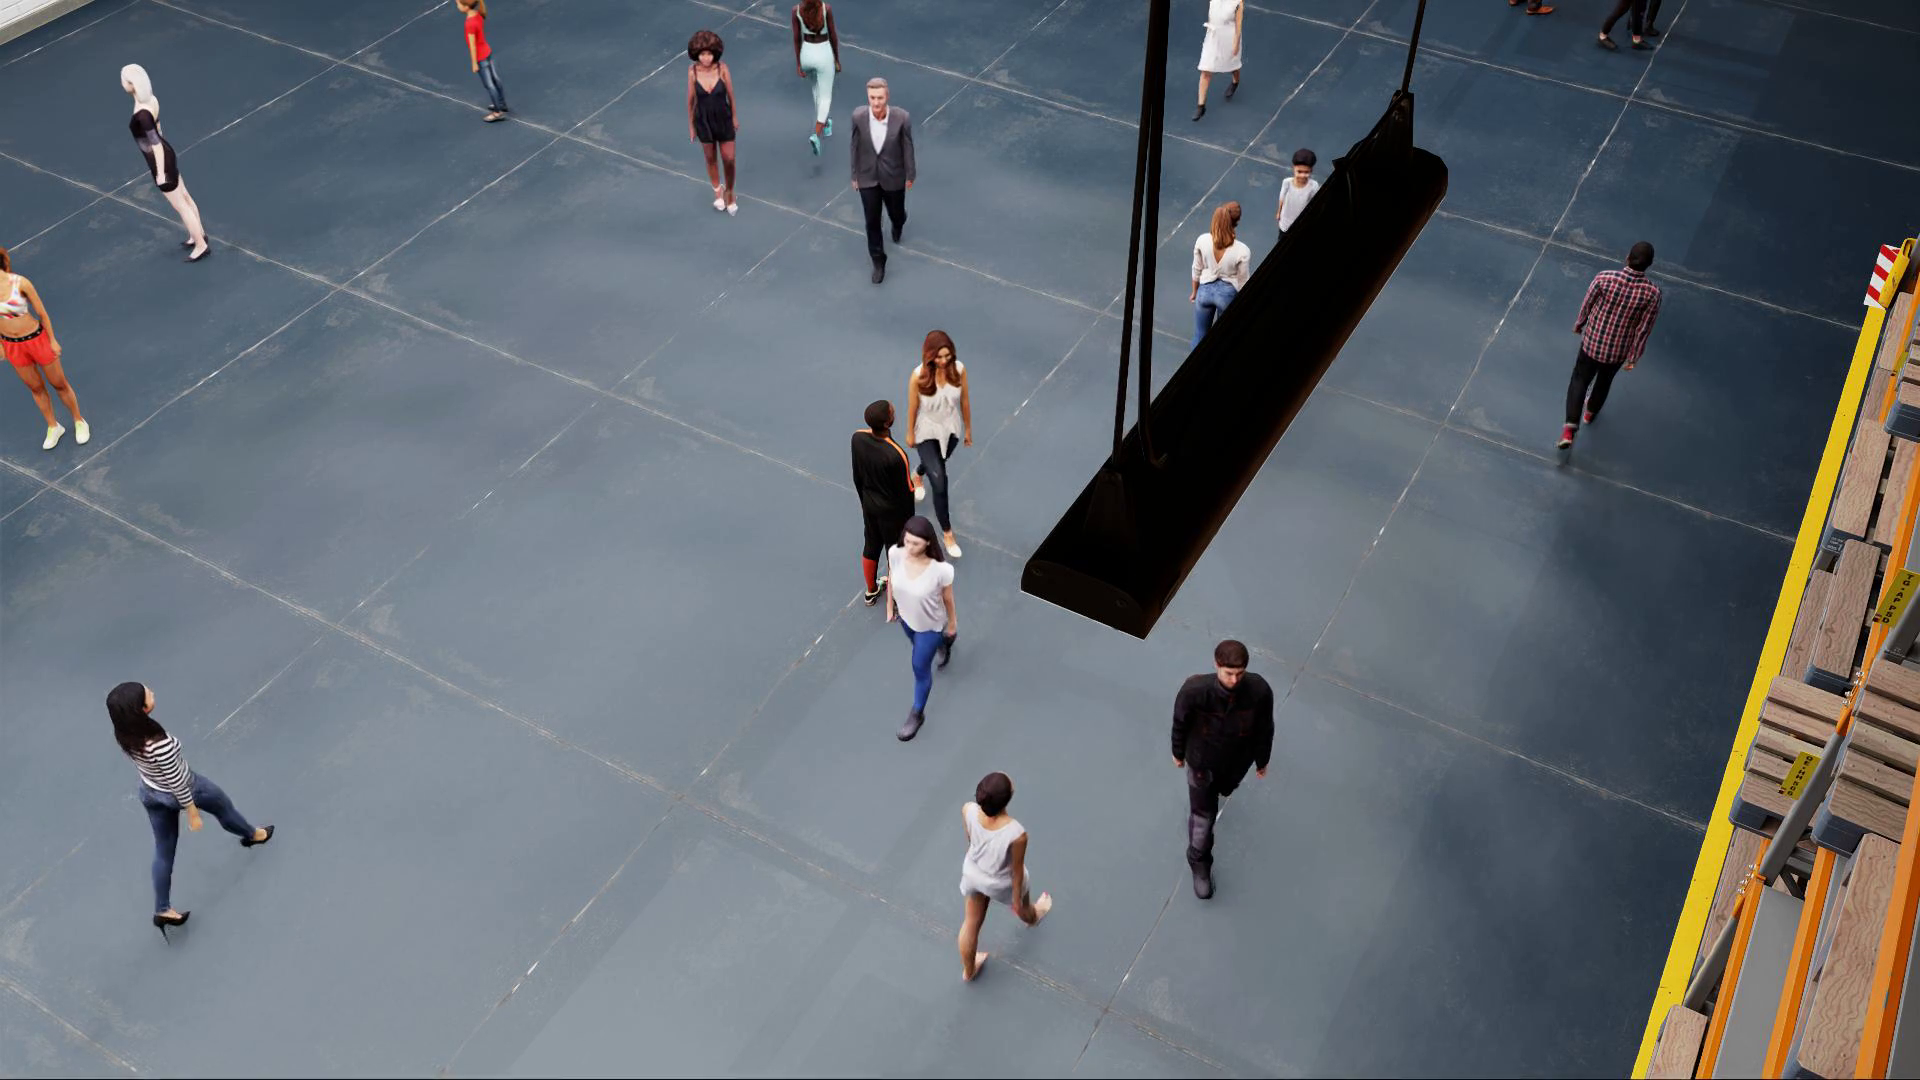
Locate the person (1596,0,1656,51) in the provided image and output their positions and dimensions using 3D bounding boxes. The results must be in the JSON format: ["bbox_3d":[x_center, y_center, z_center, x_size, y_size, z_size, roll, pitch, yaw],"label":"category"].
[{"bbox_3d":[6.910,-5.759,17.217,0.682,1.451,0.763,26,49,24],"label":"person"}]

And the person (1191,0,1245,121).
[{"bbox_3d":[2.615,-4.917,16.286,0.610,1.517,1.041,27,50,26],"label":"person"}]

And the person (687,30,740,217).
[{"bbox_3d":[-2.198,-3.763,14.888,0.738,1.775,0.790,-4,44,-4],"label":"person"}]

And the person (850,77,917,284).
[{"bbox_3d":[-0.662,-3.128,14.187,0.975,1.821,1.117,2,44,3],"label":"person"}]

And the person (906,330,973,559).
[{"bbox_3d":[-0.192,-0.812,11.817,1.157,1.738,1.092,-18,46,-18],"label":"person"}]

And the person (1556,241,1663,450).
[{"bbox_3d":[4.834,-1.446,12.473,0.813,1.750,1.126,13,45,13],"label":"person"}]

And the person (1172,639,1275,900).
[{"bbox_3d":[1.495,1.182,9.675,1.135,1.805,1.261,-6,44,-6],"label":"person"}]

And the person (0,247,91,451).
[{"bbox_3d":[-6.984,-1.478,12.477,0.672,1.791,0.722,-7,44,-7],"label":"person"}]

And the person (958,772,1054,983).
[{"bbox_3d":[0.133,1.895,9.087,0.597,1.584,0.938,24,48,23],"label":"person"}]

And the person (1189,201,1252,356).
[{"bbox_3d":[2.004,-1.873,12.944,0.614,1.720,0.512,20,47,20],"label":"person"}]

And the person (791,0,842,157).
[{"bbox_3d":[-1.352,-4.451,15.667,0.878,1.697,1.150,5,44,5],"label":"person"}]

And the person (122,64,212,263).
[{"bbox_3d":[-6.843,-3.240,14.300,0.699,1.829,0.649,-12,45,-13],"label":"person"}]

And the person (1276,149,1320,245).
[{"bbox_3d":[2.895,-2.822,14.291,0.652,1.235,0.943,9,44,9],"label":"person"}]

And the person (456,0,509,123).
[{"bbox_3d":[-4.665,-4.744,16.258,0.623,1.305,0.534,0,44,0],"label":"person"}]

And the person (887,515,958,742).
[{"bbox_3d":[-0.202,0.446,10.557,0.609,1.654,1.088,21,48,21],"label":"person"}]

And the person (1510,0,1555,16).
[{"bbox_3d":[6.258,-6.565,17.803,0.803,1.810,0.775,-17,46,-17],"label":"person"}]

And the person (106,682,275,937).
[{"bbox_3d":[-4.495,1.520,9.366,0.662,1.742,1.135,19,47,19],"label":"person"}]

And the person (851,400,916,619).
[{"bbox_3d":[-0.505,-0.218,11.142,0.634,1.808,0.551,26,50,25],"label":"person"}]
